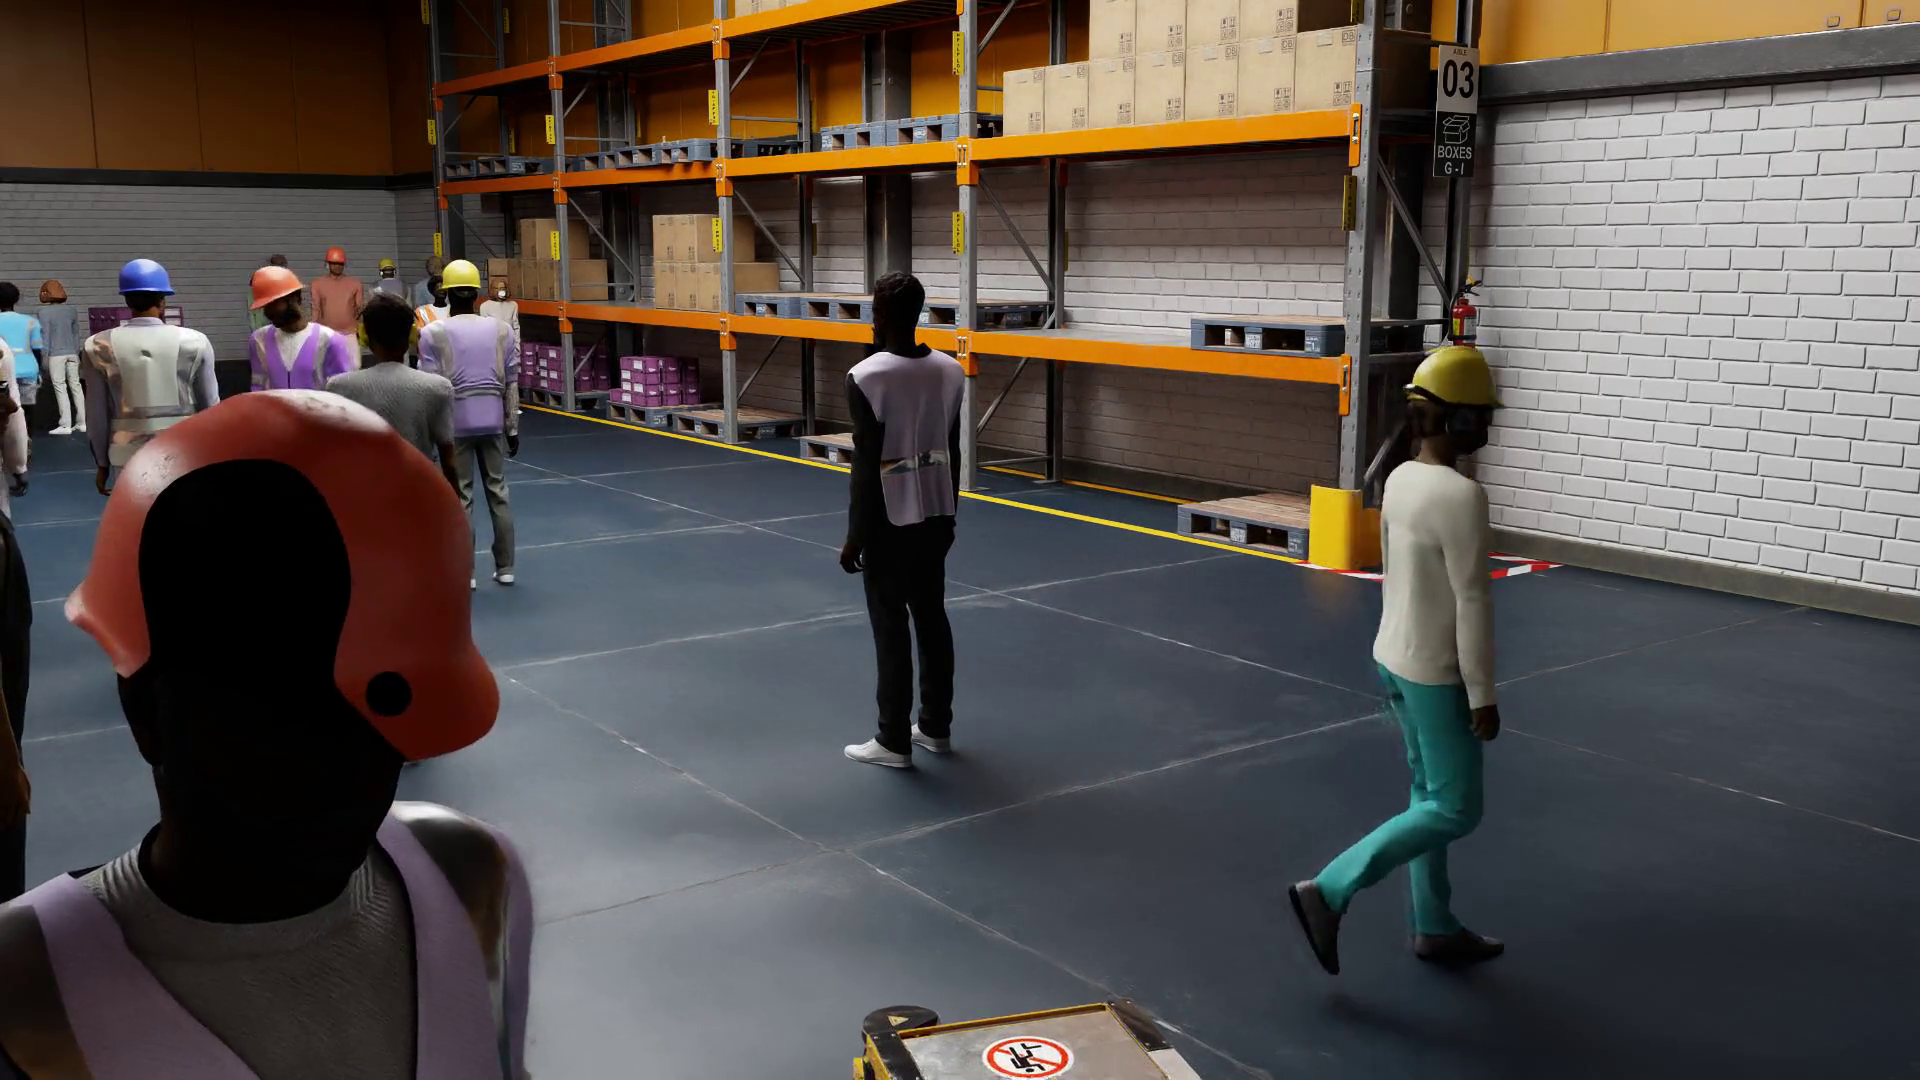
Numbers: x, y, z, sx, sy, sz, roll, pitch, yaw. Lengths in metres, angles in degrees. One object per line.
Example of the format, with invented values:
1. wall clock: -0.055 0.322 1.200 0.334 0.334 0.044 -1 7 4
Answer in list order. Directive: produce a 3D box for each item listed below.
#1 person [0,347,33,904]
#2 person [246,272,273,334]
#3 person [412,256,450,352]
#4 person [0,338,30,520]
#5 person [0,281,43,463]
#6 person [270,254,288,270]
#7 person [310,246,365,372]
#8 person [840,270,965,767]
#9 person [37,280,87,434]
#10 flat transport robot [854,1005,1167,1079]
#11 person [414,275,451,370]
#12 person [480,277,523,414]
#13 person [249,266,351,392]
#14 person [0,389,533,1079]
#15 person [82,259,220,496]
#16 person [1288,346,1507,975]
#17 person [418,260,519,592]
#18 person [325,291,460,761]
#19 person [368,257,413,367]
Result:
1. person: -2.235 0.443 3.758 0.328 1.844 0.514 -10 14 -44
2. person: -9.636 -2.885 22.988 0.285 1.633 0.499 2 10 11
3. person: -6.114 -2.398 19.619 0.645 1.874 1.014 -3 11 -18
4. person: -4.935 -0.370 8.171 0.651 1.898 0.406 -5 11 -24
5. person: -8.590 -1.506 15.132 0.639 1.681 0.535 9 14 43
6. person: -9.701 -3.120 23.634 0.644 1.874 0.657 -2 10 -9
7. person: -7.342 -2.472 19.680 0.638 1.991 0.434 -4 11 -23
8. person: -0.214 -0.076 6.457 0.380 1.918 0.596 9 13 40
9. person: -9.569 -1.940 17.694 0.274 1.632 0.503 3 11 17
10. flat transport robot: 0.262 1.301 3.359 0.652 0.197 1.431 -3 11 -17
11. person: -5.276 -1.840 16.948 0.539 1.700 0.317 -4 11 -21
12. person: -5.409 -2.277 19.614 0.495 1.626 0.285 -10 14 -44
13. person: -3.559 -0.536 9.103 0.645 1.894 0.553 0 10 0
14. person: -0.477 0.850 1.249 0.377 1.928 0.542 6 12 31
15. person: -3.982 -0.410 8.257 0.606 1.943 0.403 -4 11 -23
16. person: 1.236 0.349 4.524 0.617 1.748 0.540 -1 10 -6
17. person: -2.869 -0.664 9.728 0.594 1.924 0.382 -8 13 -38
18. person: -2.282 -0.072 6.684 0.508 1.832 0.850 -5 11 -26
19. person: -7.814 -2.958 22.855 0.587 1.829 0.404 -7 12 -33
